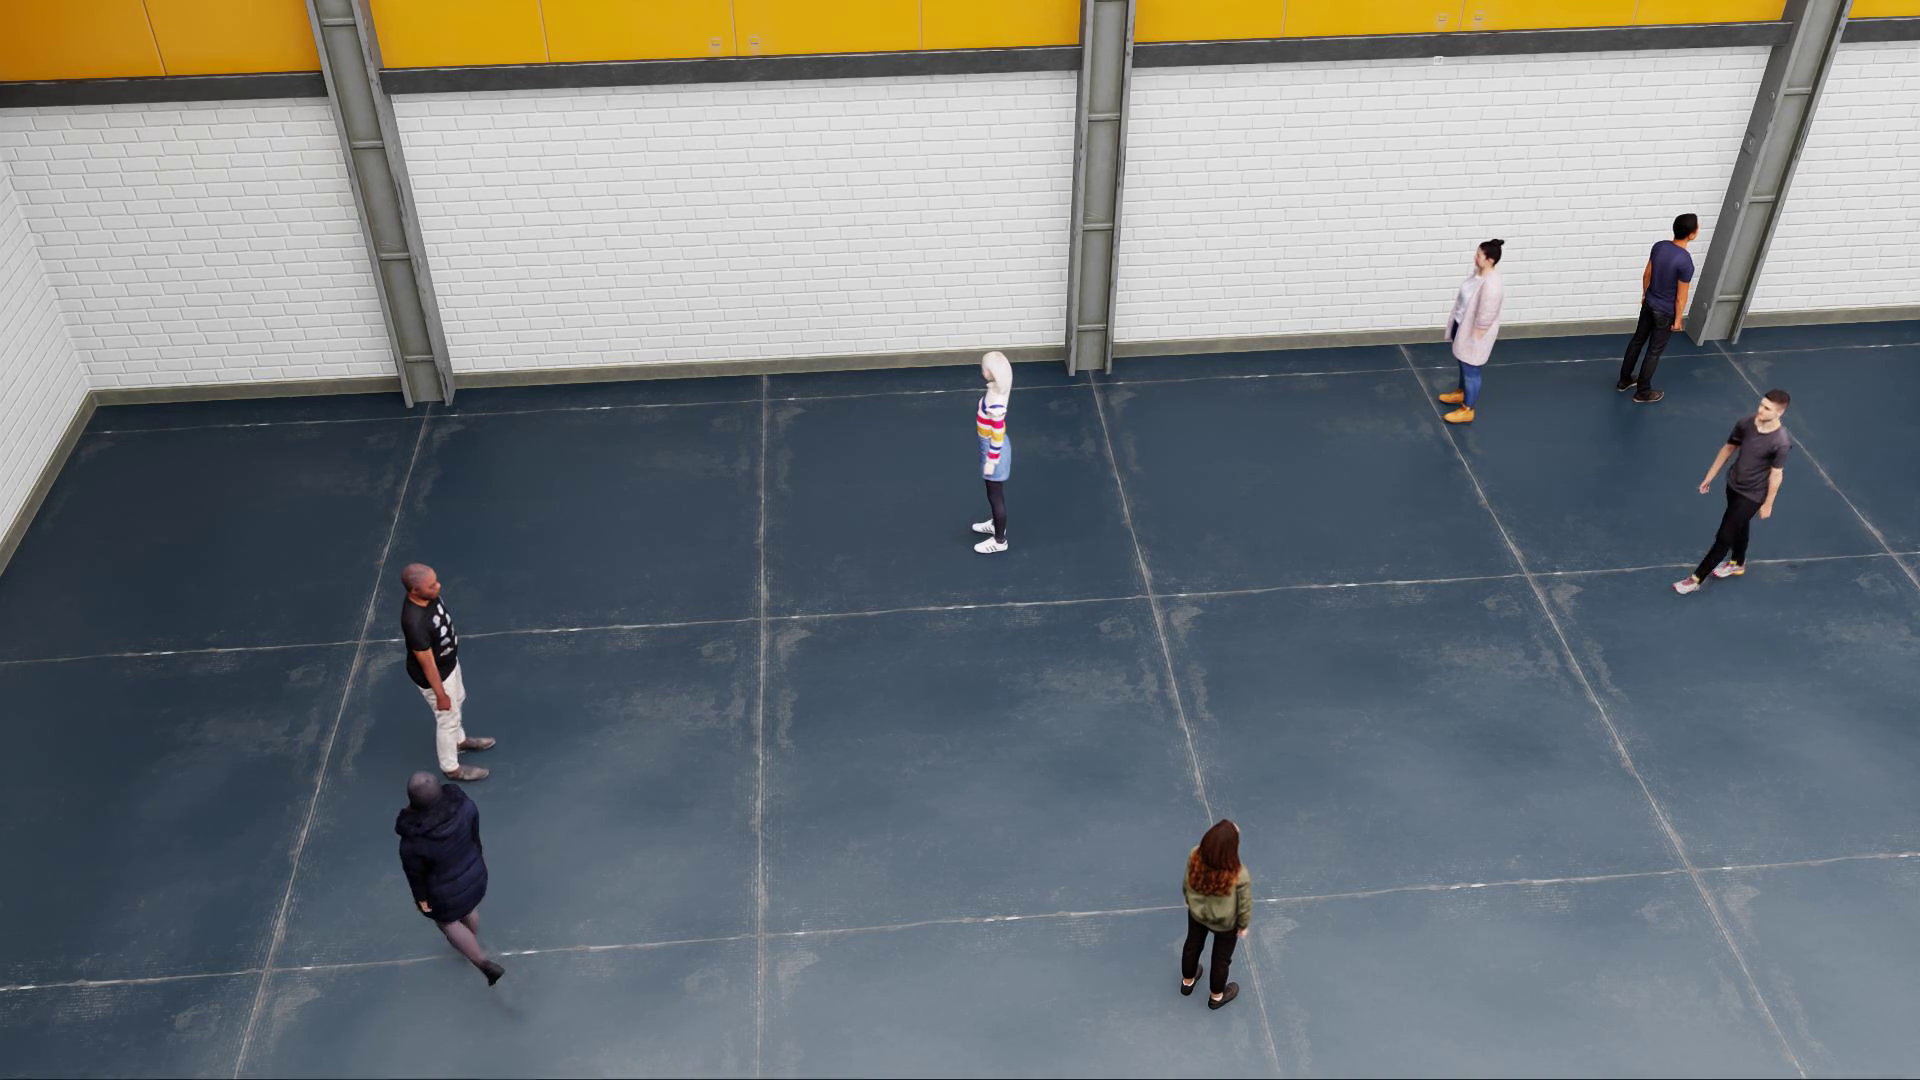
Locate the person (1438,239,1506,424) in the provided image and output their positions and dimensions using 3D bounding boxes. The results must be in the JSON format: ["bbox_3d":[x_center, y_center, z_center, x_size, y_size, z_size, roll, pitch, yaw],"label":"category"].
[{"bbox_3d":[4.447,-1.823,14.324,0.685,1.743,0.736,4,39,5],"label":"person"}]

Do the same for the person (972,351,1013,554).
[{"bbox_3d":[0.272,-0.691,12.853,0.538,1.810,0.667,0,39,0],"label":"person"}]

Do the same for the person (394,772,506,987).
[{"bbox_3d":[-2.916,1.976,9.631,1.020,1.663,0.960,28,46,30],"label":"person"}]

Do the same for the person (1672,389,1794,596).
[{"bbox_3d":[5.993,-0.386,12.532,1.050,1.733,0.809,-12,40,-15],"label":"person"}]

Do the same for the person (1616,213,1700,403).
[{"bbox_3d":[6.122,-2.042,14.557,0.651,1.793,0.703,-16,41,-19],"label":"person"}]

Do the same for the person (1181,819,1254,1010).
[{"bbox_3d":[1.462,2.146,9.569,0.644,1.475,0.712,26,45,29],"label":"person"}]

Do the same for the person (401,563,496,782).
[{"bbox_3d":[-3.444,0.854,10.926,0.604,1.800,0.660,-5,39,-6],"label":"person"}]
